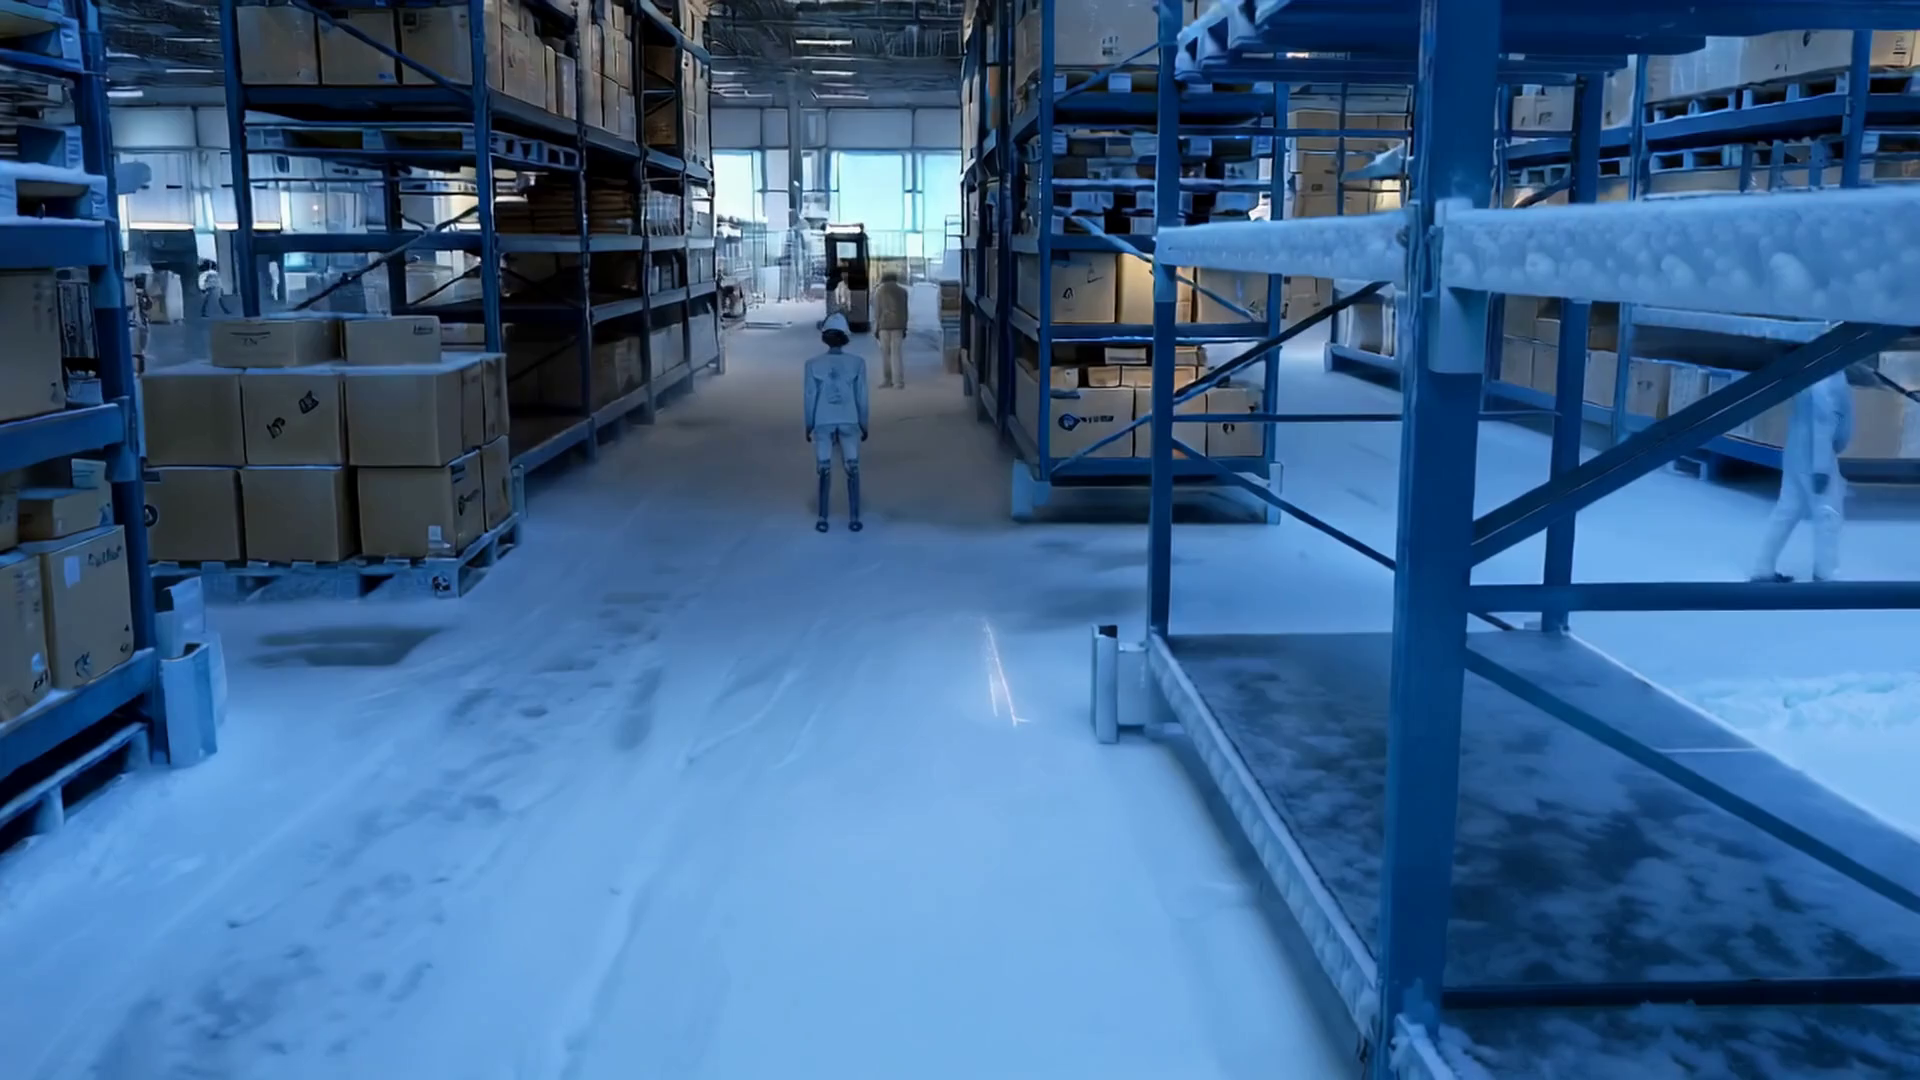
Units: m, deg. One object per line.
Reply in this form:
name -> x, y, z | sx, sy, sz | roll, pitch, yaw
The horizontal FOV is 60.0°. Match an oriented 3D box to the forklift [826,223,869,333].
forklift -> -2.921, -6.772, 42.846 | 1.129, 2.768, 1.873 | 0, 10, -2

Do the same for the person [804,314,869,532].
person -> -0.998, -0.938, 13.453 | 0.528, 1.768, 0.313 | -1, 10, -5

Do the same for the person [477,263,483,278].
person -> -16.707, -9.127, 58.652 | 0.588, 1.922, 0.395 | -5, 11, -27

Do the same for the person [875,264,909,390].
person -> -1.101, -3.387, 26.464 | 0.623, 1.989, 0.399 | 7, 12, 35

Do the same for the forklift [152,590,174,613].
forklift -> -5.858, -0.811, 9.639 | 1.873, 2.768, 1.129 | -1, 10, -3

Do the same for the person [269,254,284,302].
person -> -26.725, -10.229, 64.976 | 0.580, 1.850, 0.503 | 4, 11, 24

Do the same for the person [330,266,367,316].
person -> -10.158, -3.587, 27.728 | 0.373, 1.941, 0.627 | 9, 14, 41

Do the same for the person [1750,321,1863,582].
person -> 5.662, -0.525, 10.946 | 0.559, 1.858, 0.804 | 2, 10, 14

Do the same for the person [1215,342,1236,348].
person -> 5.931, -5.210, 36.766 | 0.368, 1.940, 0.632 | -5, 11, -26

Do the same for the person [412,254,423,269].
person -> -18.235, -8.695, 56.202 | 0.518, 1.925, 0.639 | -8, 13, -39

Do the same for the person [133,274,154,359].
person -> -16.405, -4.481, 33.379 | 0.320, 1.695, 0.537 | -2, 10, -13

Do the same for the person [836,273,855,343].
person -> -2.718, -5.344, 38.401 | 0.622, 1.619, 0.526 | -4, 11, -19

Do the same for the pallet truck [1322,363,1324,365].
pallet truck -> 7.712, -4.157, 30.737 | 1.885, 1.965, 0.823 | 3, 11, 16

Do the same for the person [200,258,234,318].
person -> -23.154, -7.810, 51.588 | 1.033, 1.827, 0.567 | -7, 13, -36

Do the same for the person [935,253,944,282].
person -> -0.732, -10.338, 65.406 | 0.421, 1.910, 0.594 | -5, 11, -27

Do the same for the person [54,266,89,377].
person -> -15.582, -3.833, 28.948 | 1.031, 1.985, 0.634 | 7, 13, 36
